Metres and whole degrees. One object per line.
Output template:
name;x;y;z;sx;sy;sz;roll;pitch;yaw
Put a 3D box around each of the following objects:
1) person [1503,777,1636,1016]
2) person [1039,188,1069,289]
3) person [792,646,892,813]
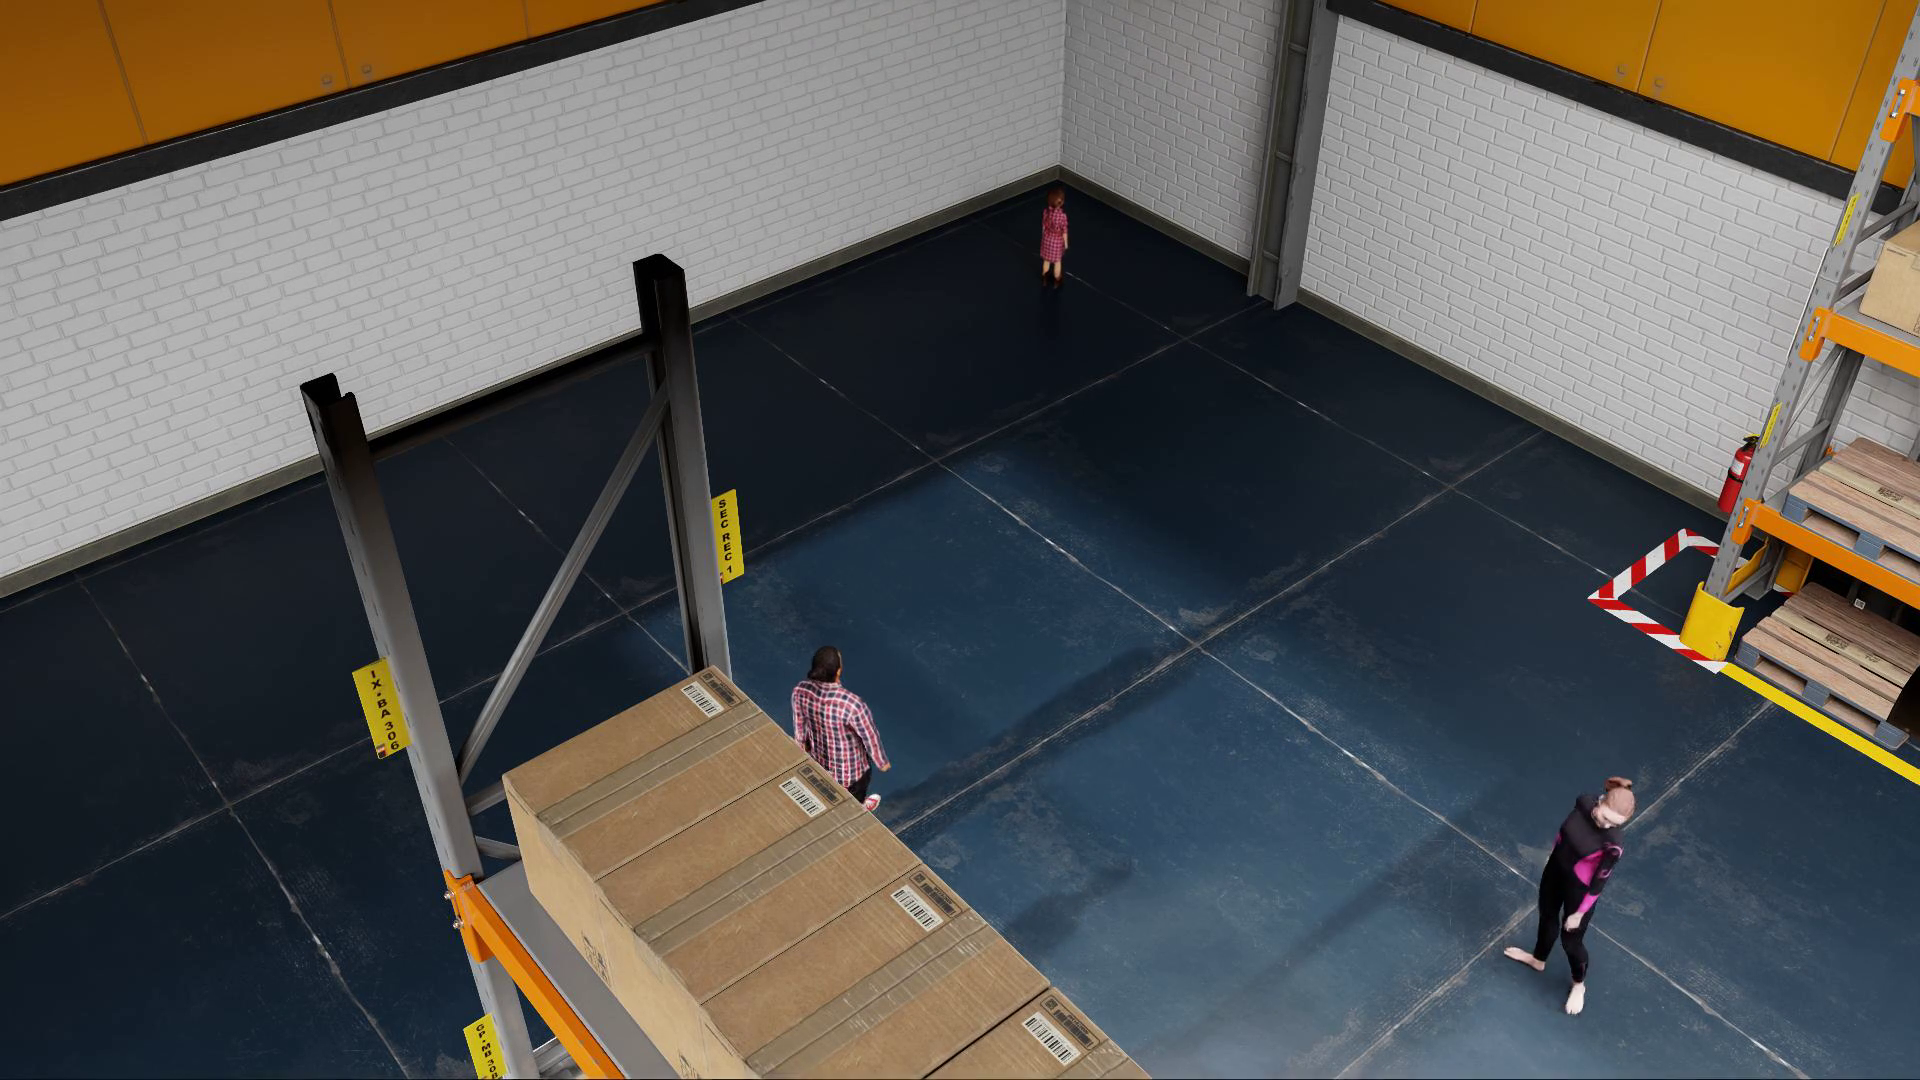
person;3.423;1.891;9.339;0.857;1.717;0.714;2;39;3
person;0.895;-2.889;15.883;0.442;1.020;0.539;21;43;24
person;-0.738;1.371;9.974;1.121;1.738;0.952;22;44;25
